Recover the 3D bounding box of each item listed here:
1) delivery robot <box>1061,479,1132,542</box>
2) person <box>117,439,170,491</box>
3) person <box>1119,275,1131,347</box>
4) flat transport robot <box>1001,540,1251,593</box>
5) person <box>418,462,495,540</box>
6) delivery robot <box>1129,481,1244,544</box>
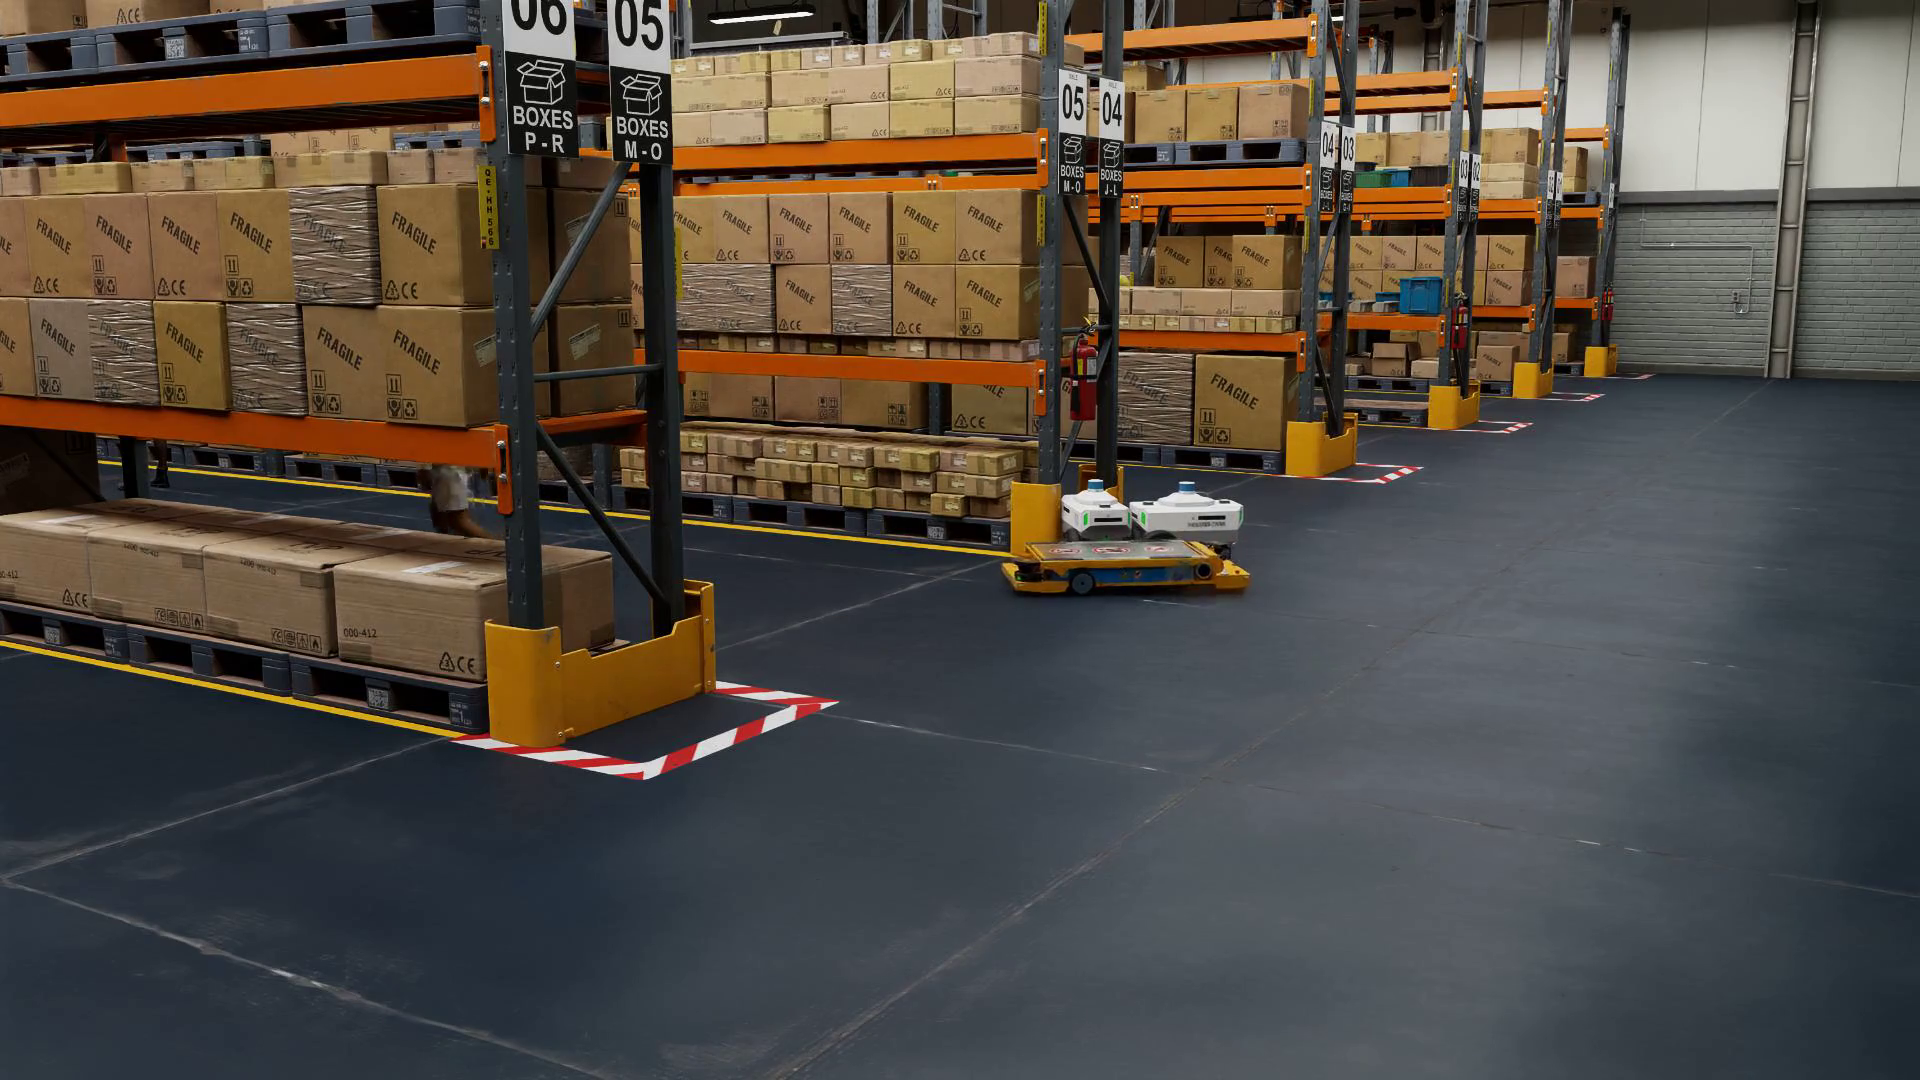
[{"bbox_3d":[0.892,-0.157,10.973,0.477,0.478,0.707,-1,10,-9],"label":"delivery robot"},{"bbox_3d":[-7.164,-1.388,14.409,0.375,1.939,0.546,7,12,35],"label":"person"},{"bbox_3d":[1.727,-2.007,18.381,0.404,1.821,0.589,9,13,41],"label":"person"},{"bbox_3d":[1.009,0.153,10.263,1.431,0.197,0.652,-1,10,-7],"label":"flat transport robot"},{"bbox_3d":[-2.809,-0.512,9.391,0.899,1.911,0.551,3,10,15],"label":"person"},{"bbox_3d":[1.479,-0.139,10.867,0.707,0.478,0.477,-1,10,-9],"label":"delivery robot"}]
